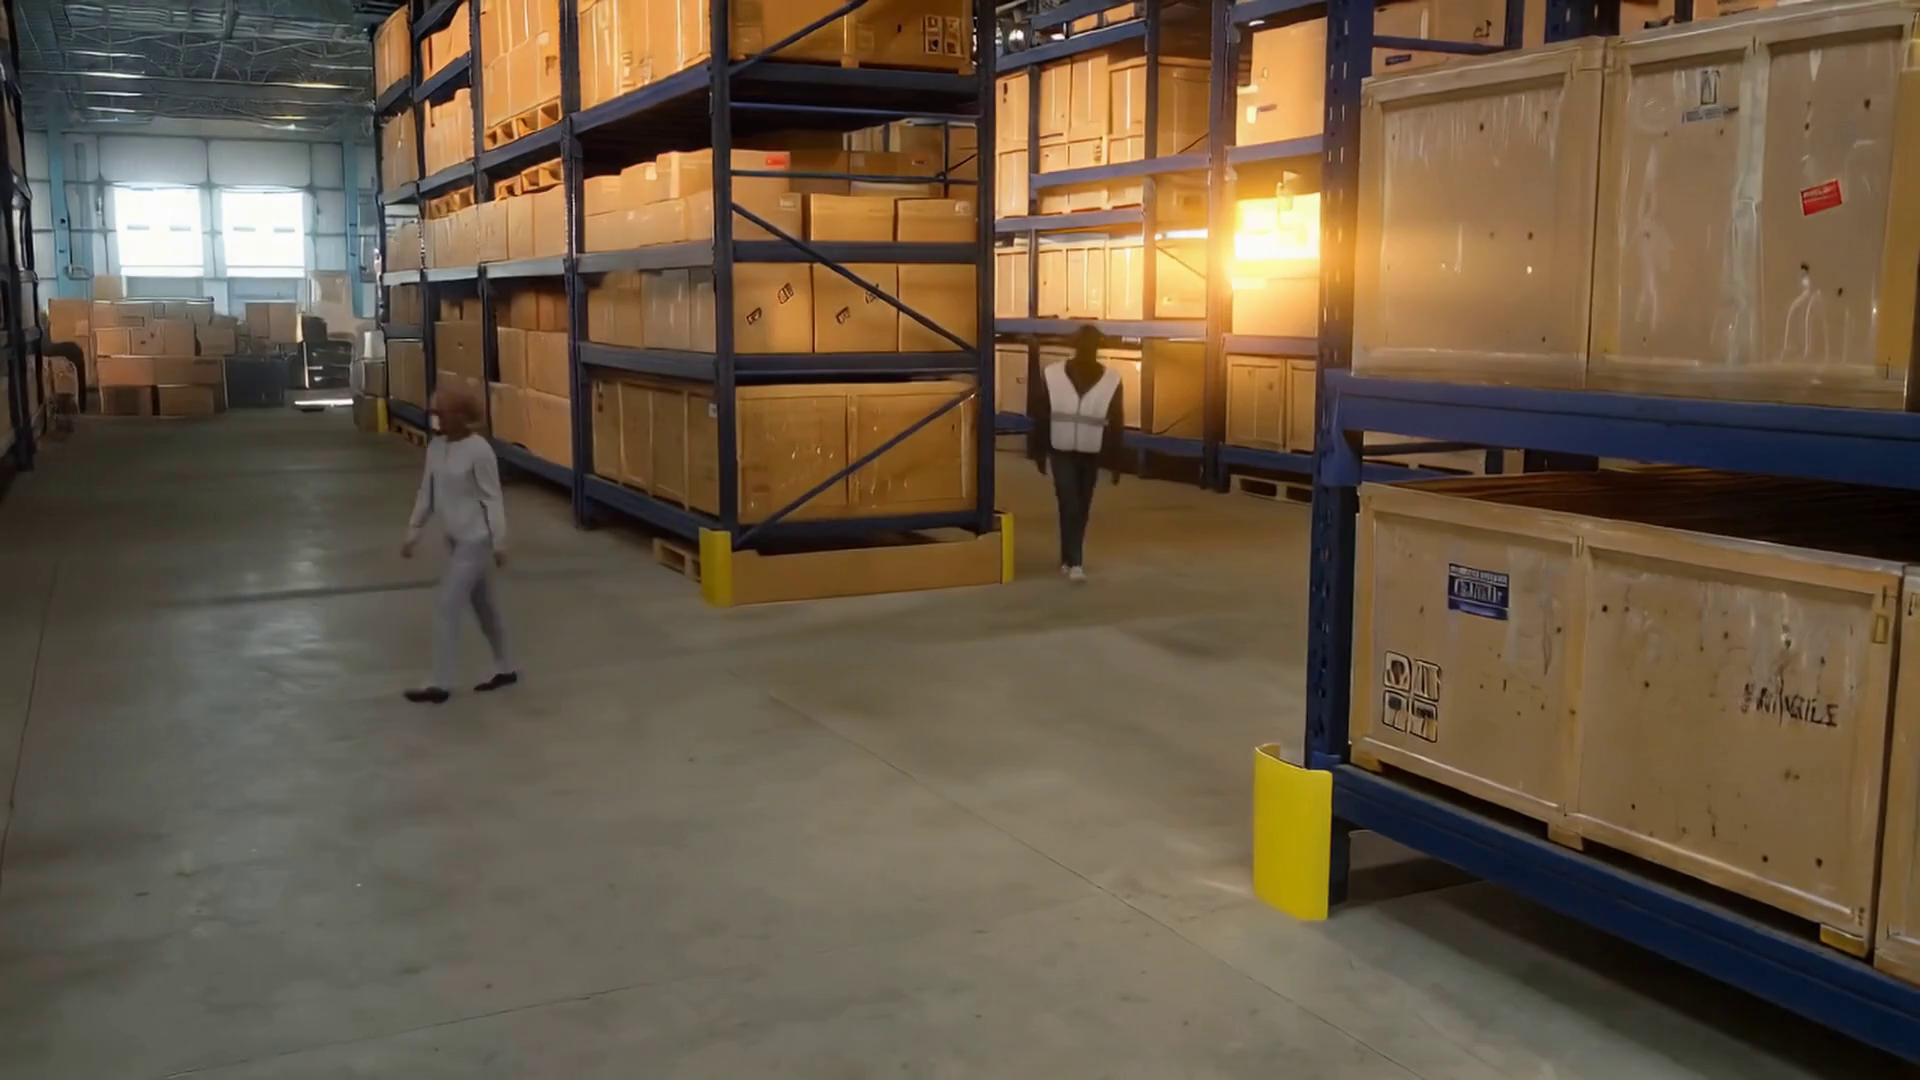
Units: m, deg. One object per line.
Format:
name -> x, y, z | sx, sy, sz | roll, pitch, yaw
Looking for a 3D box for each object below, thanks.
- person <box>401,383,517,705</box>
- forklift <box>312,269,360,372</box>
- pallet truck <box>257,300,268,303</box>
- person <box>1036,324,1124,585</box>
person -> -2.554, 0.023, 8.329 | 0.801, 1.602, 0.513 | -8, 12, -44
forklift -> -17.110, -5.997, 45.439 | 1.129, 2.768, 1.873 | -4, 9, -26
pallet truck -> -23.913, -7.404, 58.171 | 1.885, 1.965, 0.823 | -1, 8, -9
person -> 0.858, -0.610, 11.870 | 0.599, 1.837, 1.039 | 0, 8, -1
